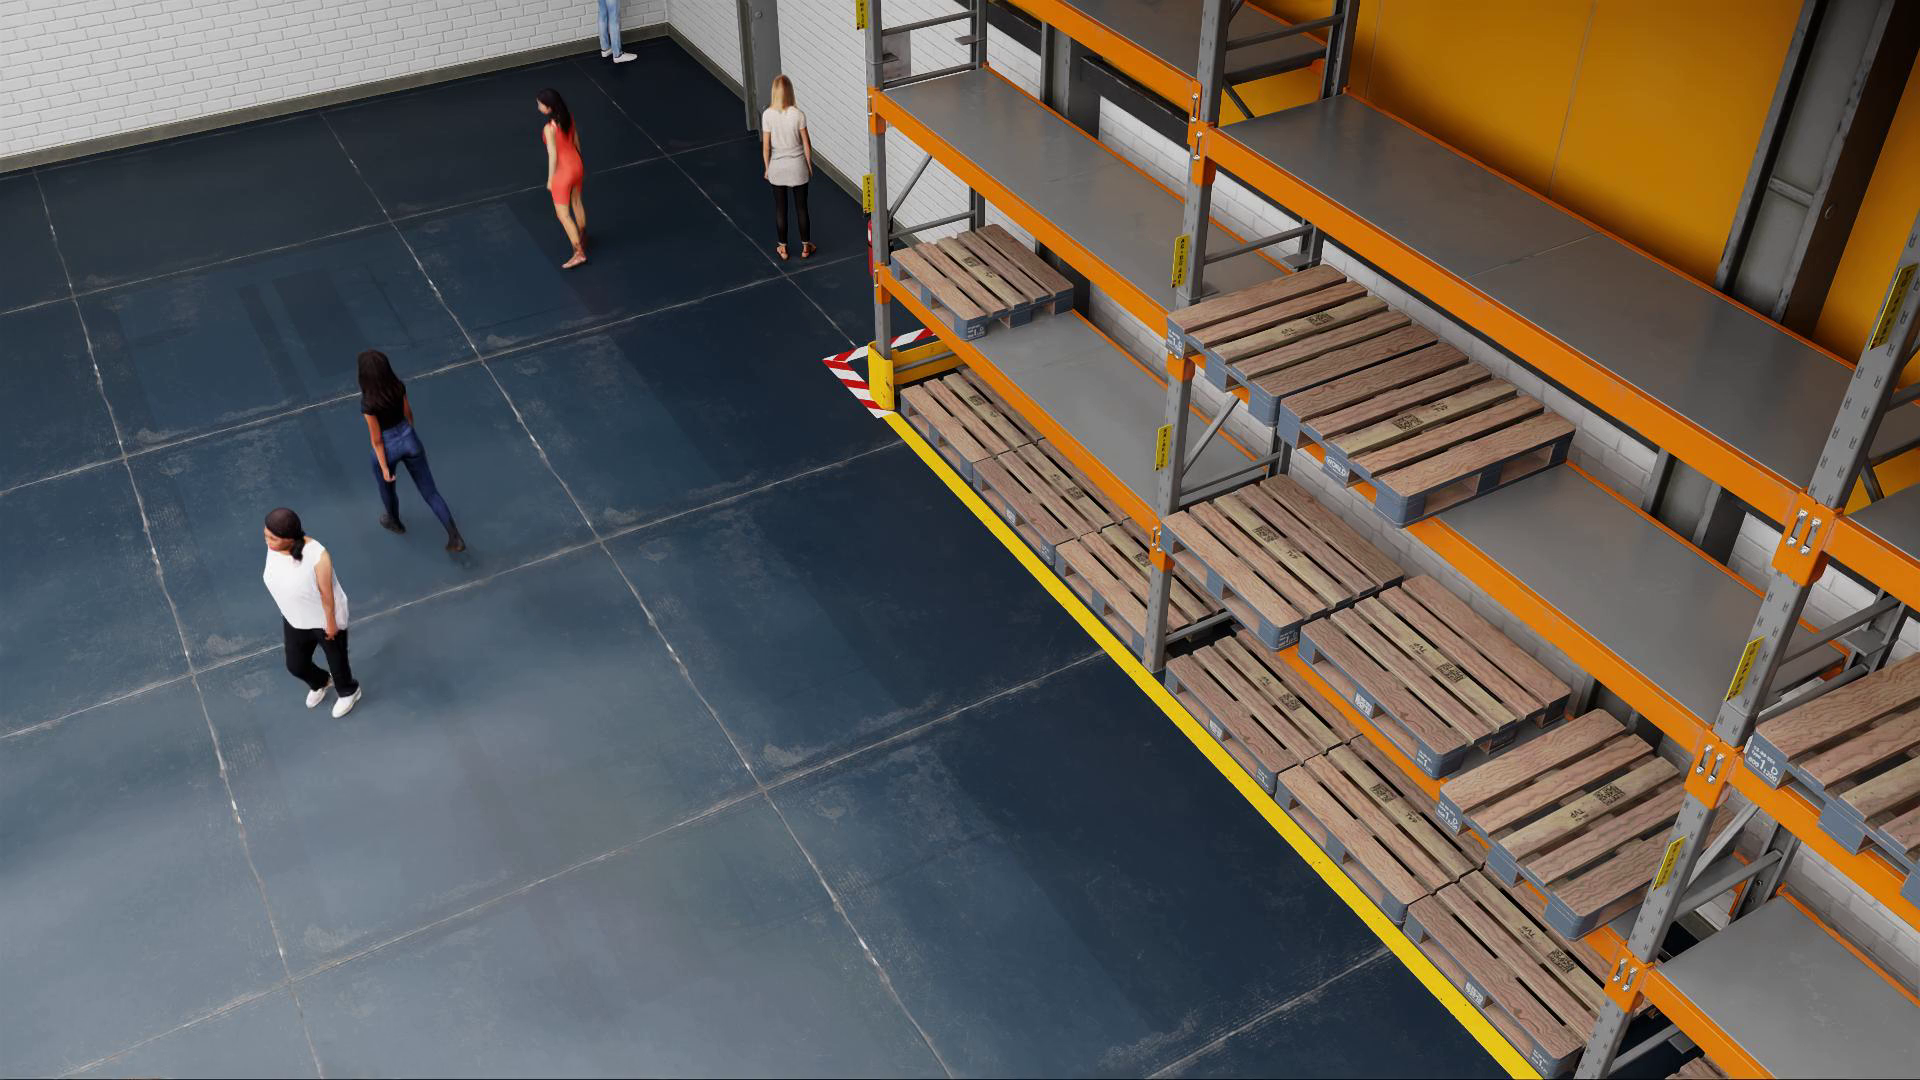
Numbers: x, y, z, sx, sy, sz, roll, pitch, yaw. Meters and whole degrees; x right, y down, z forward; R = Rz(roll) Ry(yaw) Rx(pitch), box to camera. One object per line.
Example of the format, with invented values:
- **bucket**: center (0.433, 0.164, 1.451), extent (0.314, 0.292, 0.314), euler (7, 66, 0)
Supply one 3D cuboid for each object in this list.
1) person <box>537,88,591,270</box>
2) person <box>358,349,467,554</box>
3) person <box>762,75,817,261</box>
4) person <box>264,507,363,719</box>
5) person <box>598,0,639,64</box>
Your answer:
- **person**: center (-3.720, -3.508, 15.856), extent (0.931, 1.704, 0.902), euler (23, 44, 26)
- **person**: center (-4.047, -0.602, 12.222), extent (1.247, 1.698, 0.901), euler (25, 45, 28)
- **person**: center (-1.628, -3.520, 15.774), extent (0.694, 1.825, 0.683), euler (-2, 39, -2)
- **person**: center (-4.223, 0.438, 10.936), extent (0.754, 1.678, 0.832), euler (14, 41, 17)
- **person**: center (-4.170, -6.585, 19.592), extent (0.746, 1.851, 0.522), euler (-26, 45, -29)
